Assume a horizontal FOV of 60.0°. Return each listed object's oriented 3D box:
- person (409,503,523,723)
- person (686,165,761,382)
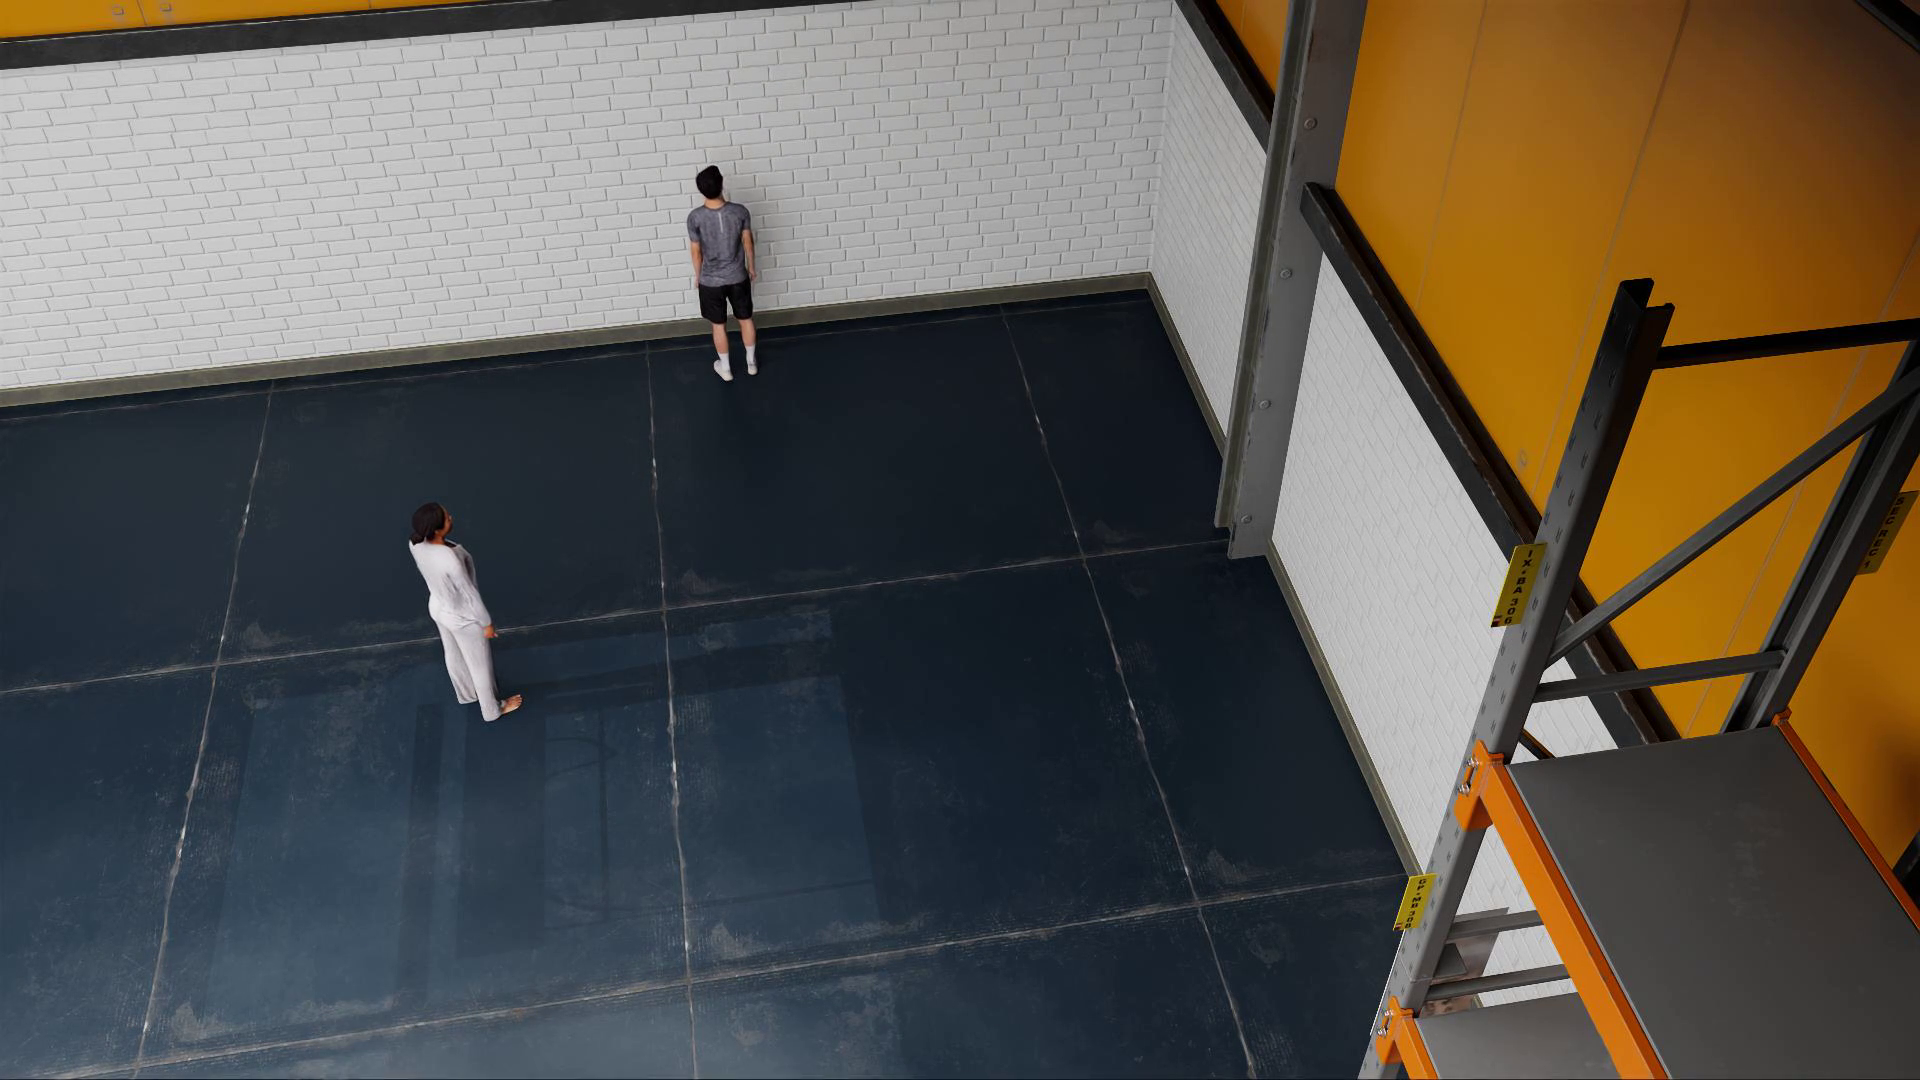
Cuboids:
[{"bbox_3d":[-3.138,0.442,10.389,0.698,1.737,0.769,28,50,26],"label":"person"},{"bbox_3d":[-1.827,-2.050,12.906,0.675,1.873,0.593,-12,45,-13],"label":"person"}]
